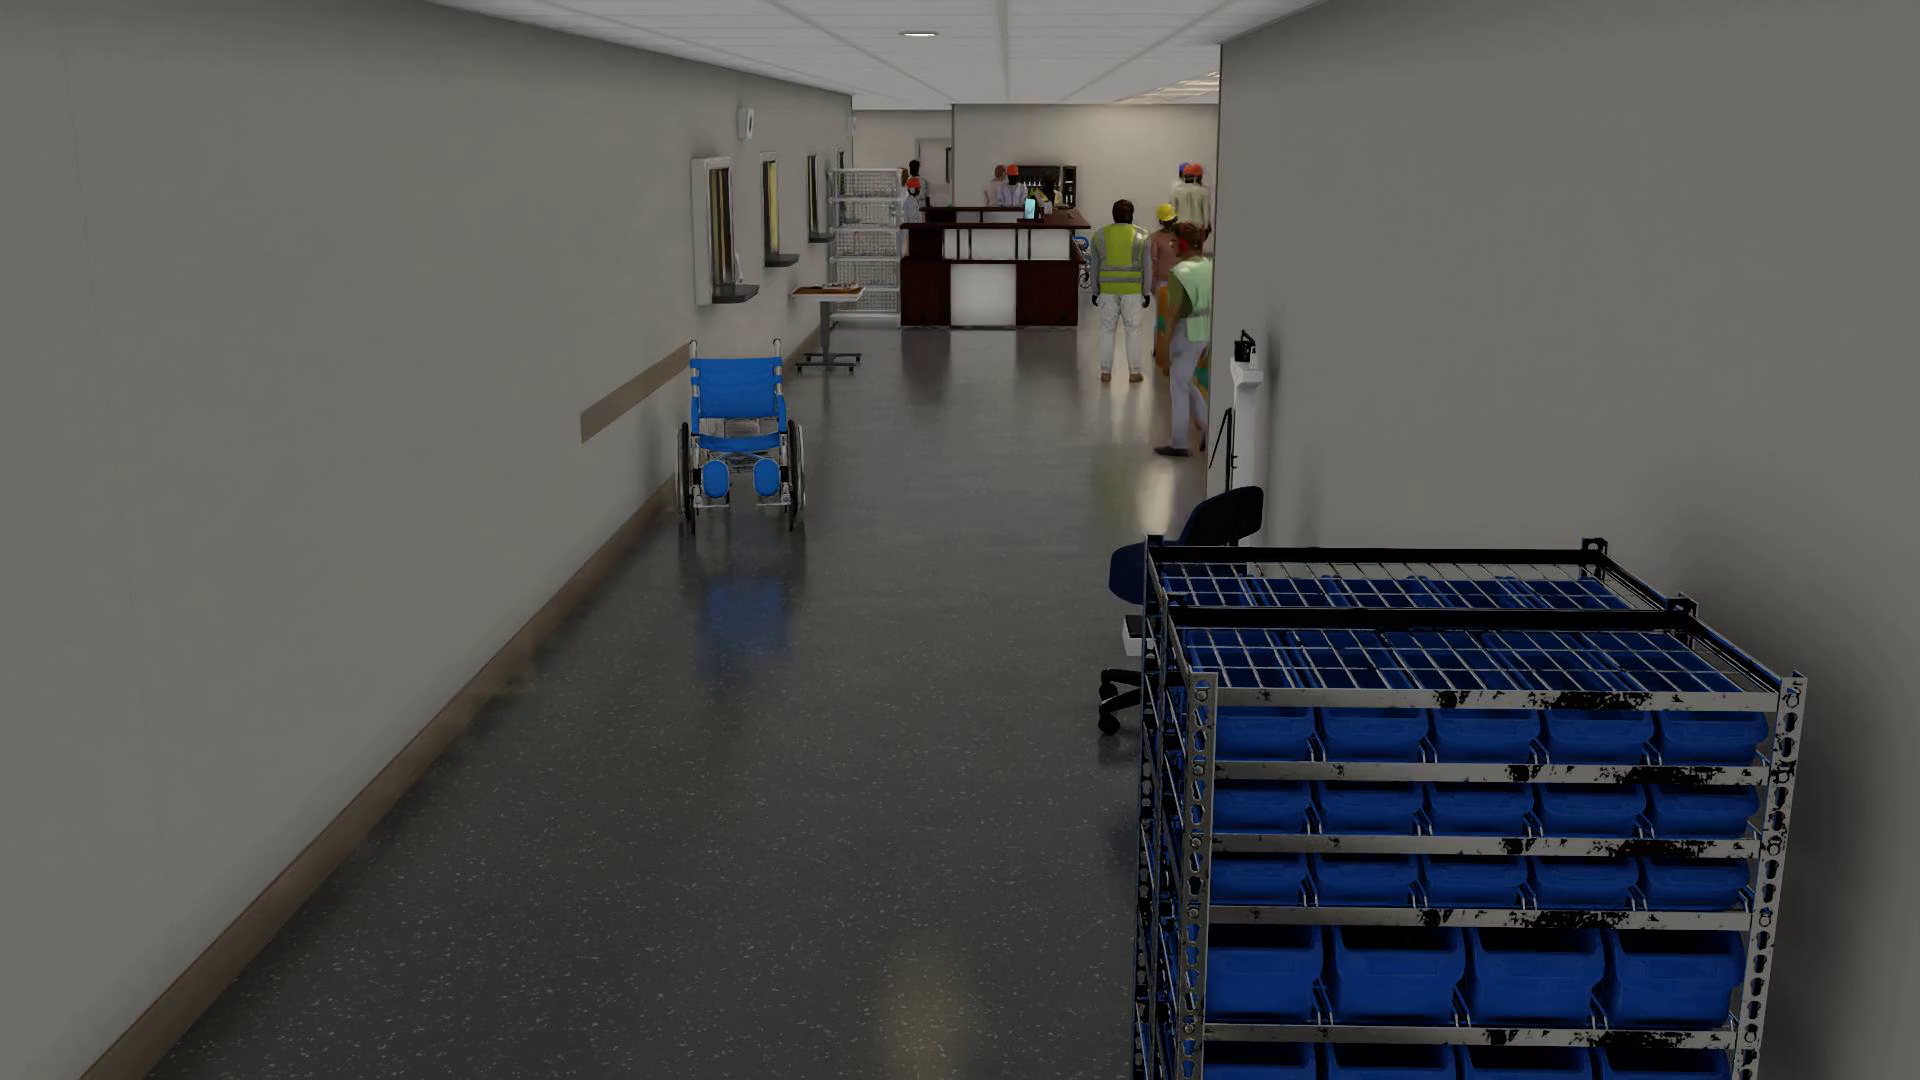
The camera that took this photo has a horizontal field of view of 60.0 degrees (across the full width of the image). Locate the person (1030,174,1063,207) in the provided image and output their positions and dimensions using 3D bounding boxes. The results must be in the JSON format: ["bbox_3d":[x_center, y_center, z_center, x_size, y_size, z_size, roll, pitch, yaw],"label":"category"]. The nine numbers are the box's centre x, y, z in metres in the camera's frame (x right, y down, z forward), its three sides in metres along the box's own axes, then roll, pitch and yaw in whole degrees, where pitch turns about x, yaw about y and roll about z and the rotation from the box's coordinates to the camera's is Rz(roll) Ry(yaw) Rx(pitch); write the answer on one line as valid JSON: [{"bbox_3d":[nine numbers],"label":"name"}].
[{"bbox_3d":[1.412,-4.981,26.879,0.631,1.835,0.429,-7,16,-28],"label":"person"}]

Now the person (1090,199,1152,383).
[{"bbox_3d":[1.633,-2.514,16.850,0.626,1.840,0.430,3,14,14],"label":"person"}]

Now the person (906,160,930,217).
[{"bbox_3d":[-0.969,-6.551,33.011,0.628,1.935,0.795,-9,17,-33],"label":"person"}]

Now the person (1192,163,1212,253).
[{"bbox_3d":[4.024,-5.407,28.356,0.657,1.964,0.376,-9,17,-34],"label":"person"}]

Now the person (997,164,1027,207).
[{"bbox_3d":[0.939,-5.754,29.819,0.545,1.931,0.380,1,14,3],"label":"person"}]

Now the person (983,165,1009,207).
[{"bbox_3d":[0.743,-5.854,30.278,0.636,1.902,0.406,4,14,17],"label":"person"}]

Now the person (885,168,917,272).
[{"bbox_3d":[-0.987,-5.676,29.640,0.605,1.850,0.808,-7,16,-27],"label":"person"}]

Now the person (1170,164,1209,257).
[{"bbox_3d":[3.672,-5.024,26.735,0.655,1.977,0.441,2,14,8],"label":"person"}]

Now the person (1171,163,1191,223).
[{"bbox_3d":[4.171,-6.033,30.939,0.549,1.922,0.652,-6,15,-24],"label":"person"}]

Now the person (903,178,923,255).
[{"bbox_3d":[-0.767,-5.107,27.546,0.326,1.752,0.560,-2,14,-9],"label":"person"}]

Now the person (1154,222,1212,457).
[{"bbox_3d":[1.770,-1.541,12.906,0.433,1.832,0.600,10,17,36],"label":"person"}]

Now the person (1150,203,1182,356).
[{"bbox_3d":[2.394,-2.901,18.645,0.649,1.730,0.424,-8,16,-29],"label":"person"}]
